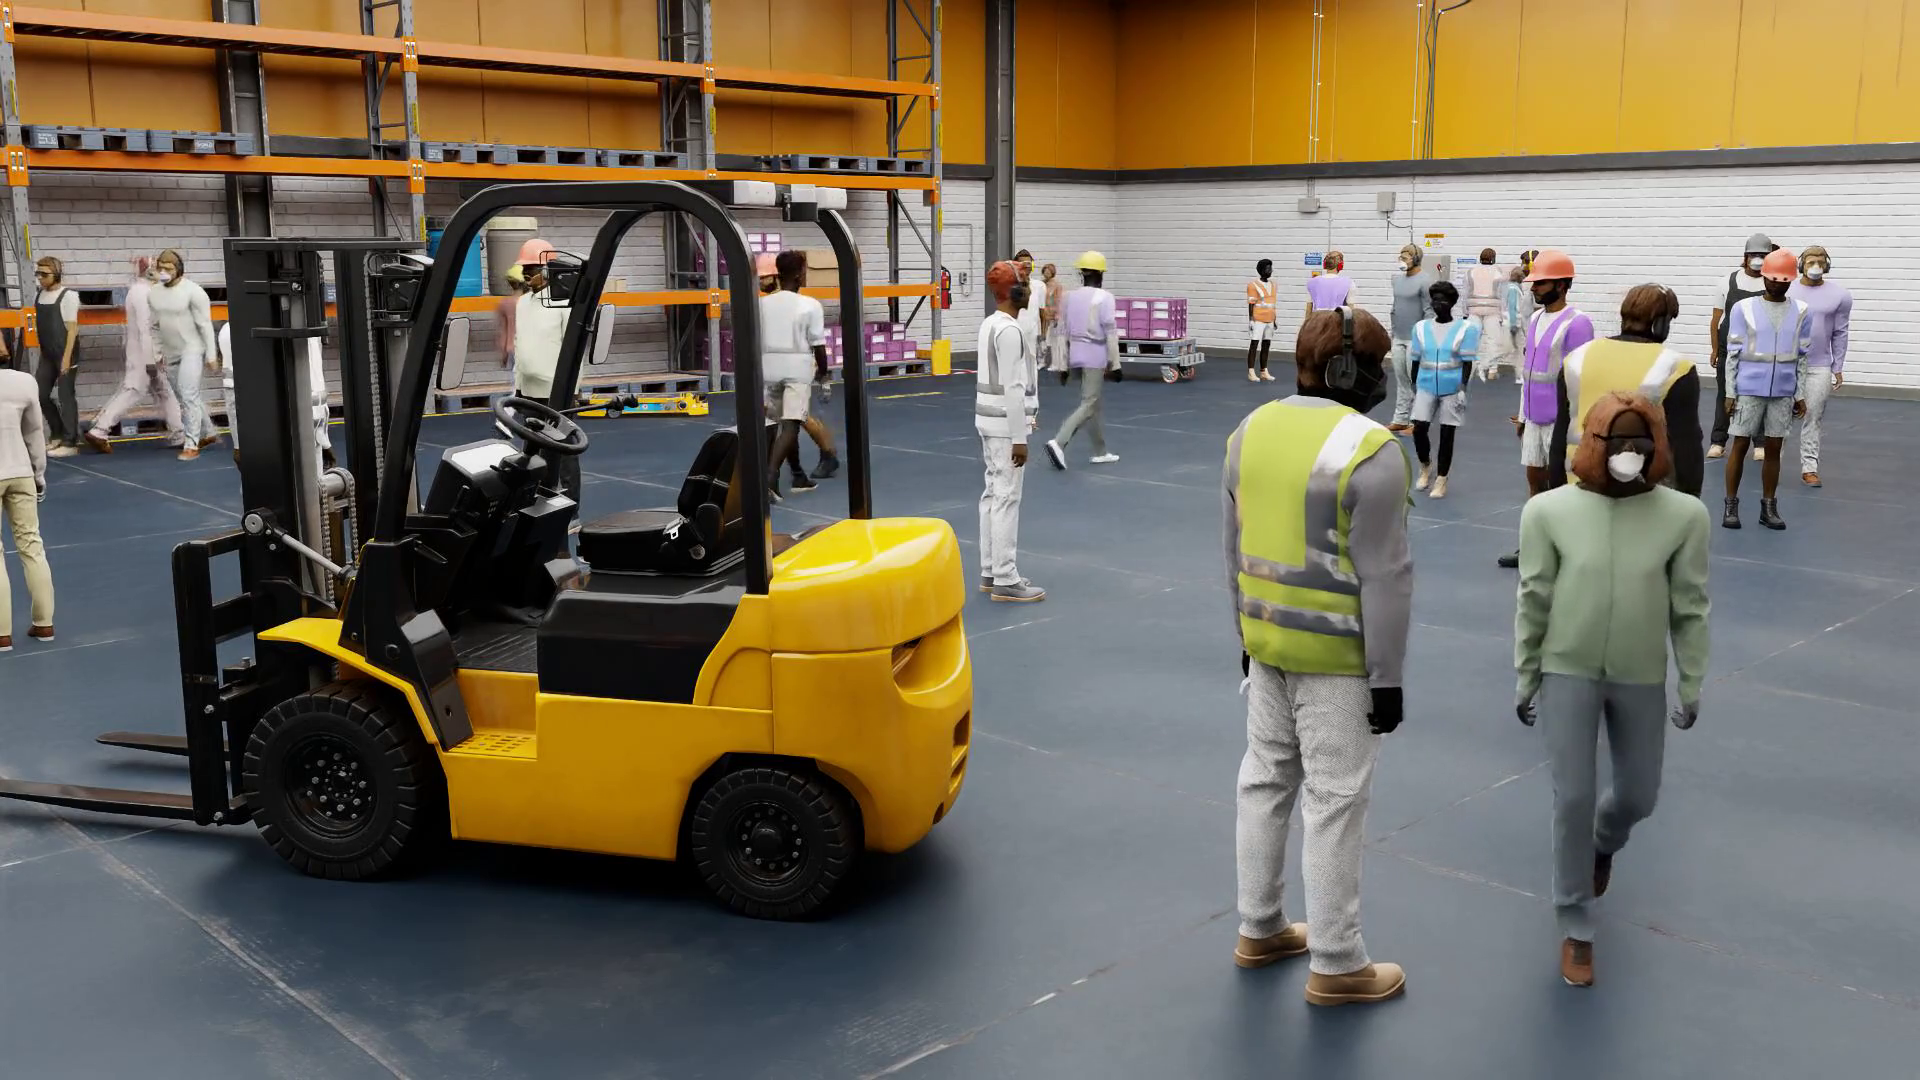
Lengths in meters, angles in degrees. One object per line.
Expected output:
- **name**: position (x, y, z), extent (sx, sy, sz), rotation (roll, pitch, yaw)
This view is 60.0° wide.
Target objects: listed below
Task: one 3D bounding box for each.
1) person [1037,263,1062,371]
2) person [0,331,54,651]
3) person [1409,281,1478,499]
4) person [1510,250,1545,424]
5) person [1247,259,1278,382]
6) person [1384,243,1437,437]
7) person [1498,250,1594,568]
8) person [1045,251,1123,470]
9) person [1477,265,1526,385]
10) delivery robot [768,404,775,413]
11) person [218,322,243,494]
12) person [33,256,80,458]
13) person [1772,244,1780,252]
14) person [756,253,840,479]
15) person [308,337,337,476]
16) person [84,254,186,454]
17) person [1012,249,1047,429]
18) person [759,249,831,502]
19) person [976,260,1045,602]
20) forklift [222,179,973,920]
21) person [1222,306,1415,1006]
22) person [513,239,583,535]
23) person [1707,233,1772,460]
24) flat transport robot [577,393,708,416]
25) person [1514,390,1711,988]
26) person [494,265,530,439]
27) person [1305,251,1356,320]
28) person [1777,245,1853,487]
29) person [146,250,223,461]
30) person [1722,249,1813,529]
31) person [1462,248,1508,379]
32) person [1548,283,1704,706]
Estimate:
- **person**: position (1.341, -3.297, 24.693), extent (0.540, 1.597, 0.484), rotation (10, 14, 42)
- **person**: position (-4.719, -0.273, 8.145), extent (0.265, 1.632, 0.507), rotation (6, 12, 29)
- **person**: position (3.686, -1.142, 12.759), extent (0.532, 1.679, 0.381), rotation (6, 12, 31)
- **person**: position (6.130, -2.178, 17.907), extent (0.313, 1.865, 0.520), rotation (4, 11, 20)
- **person**: position (4.196, -3.039, 23.053), extent (0.540, 1.696, 0.315), rotation (-7, 13, -34)
- **person**: position (4.543, -2.007, 16.767), extent (0.376, 1.940, 0.629), rotation (-4, 11, -20)
- **person**: position (3.488, -0.748, 9.905), extent (0.374, 1.935, 0.552), rotation (-3, 11, -15)
- **person**: position (1.072, -1.571, 14.516), extent (0.903, 1.898, 0.584), rotation (-8, 13, -36)
- **person**: position (7.445, -2.909, 22.540), extent (0.698, 1.614, 0.529), rotation (7, 12, 32)
- **delivery robot**: position (-2.006, -1.579, 17.954), extent (0.707, 0.478, 0.477), rotation (1, 10, 3)
- **person**: position (-3.666, -0.570, 8.968), extent (0.387, 1.924, 0.549), rotation (6, 12, 30)
- **person**: position (-8.283, -1.671, 15.219), extent (0.535, 1.831, 0.410), rotation (3, 11, 17)
- **person**: position (9.522, -2.529, 19.660), extent (0.596, 1.920, 0.380), rotation (9, 13, 39)
- **person**: position (-1.425, -1.407, 13.659), extent (0.979, 1.895, 0.558), rotation (-8, 13, -38)
- **person**: position (-3.479, -0.505, 8.723), extent (0.355, 1.885, 0.574), rotation (2, 11, 8)
- **person**: position (-7.669, -1.726, 15.489), extent (0.989, 1.859, 0.670), rotation (-5, 11, -24)
- **person**: position (0.653, -2.102, 17.460), extent (0.530, 1.875, 0.323), rotation (1, 10, 5)
- **person**: position (-1.334, -1.261, 12.768), extent (0.611, 1.927, 0.997), rotation (5, 11, 25)
- **person**: position (0.263, -0.594, 9.250), extent (0.395, 1.888, 0.584), rotation (-2, 11, -12)
- **forklift**: position (-1.114, -0.058, 5.440), extent (2.313, 2.155, 1.214), rotation (2, 11, 13)
- **person**: position (0.967, 0.304, 4.443), extent (0.430, 1.839, 0.626), rotation (-6, 12, -29)
- **person**: position (-2.804, -1.023, 11.243), extent (0.611, 1.996, 0.378), rotation (7, 13, 35)
- **person**: position (7.126, -1.738, 15.020), extent (0.685, 2.000, 0.538), rotation (6, 12, 28)
- **flat transport robot**: position (-3.561, -1.532, 18.728), extent (1.431, 0.197, 0.652), rotation (-2, 11, -9)
- **person**: position (1.804, 0.376, 4.662), extent (0.503, 1.614, 0.632), rotation (2, 11, 12)
- **person**: position (-4.425, -1.885, 16.681), extent (0.525, 1.743, 0.840), rotation (7, 13, 35)
- **person**: position (4.215, -2.365, 18.971), extent (0.569, 1.843, 0.373), rotation (5, 12, 26)
- **person**: position (6.810, -1.394, 13.425), extent (0.630, 1.940, 0.372), rotation (3, 11, 17)
- **person**: position (-7.034, -1.698, 15.237), extent (0.674, 1.903, 0.767), rotation (4, 11, 22)
- **person**: position (5.557, -1.027, 11.454), extent (0.543, 1.928, 0.373), rotation (2, 11, 9)
- **person**: position (7.420, -3.198, 23.526), extent (0.625, 1.843, 0.430), rotation (6, 12, 28)
- **person**: position (2.928, -0.195, 7.214), extent (0.636, 1.819, 0.644), rotation (-8, 13, -35)
